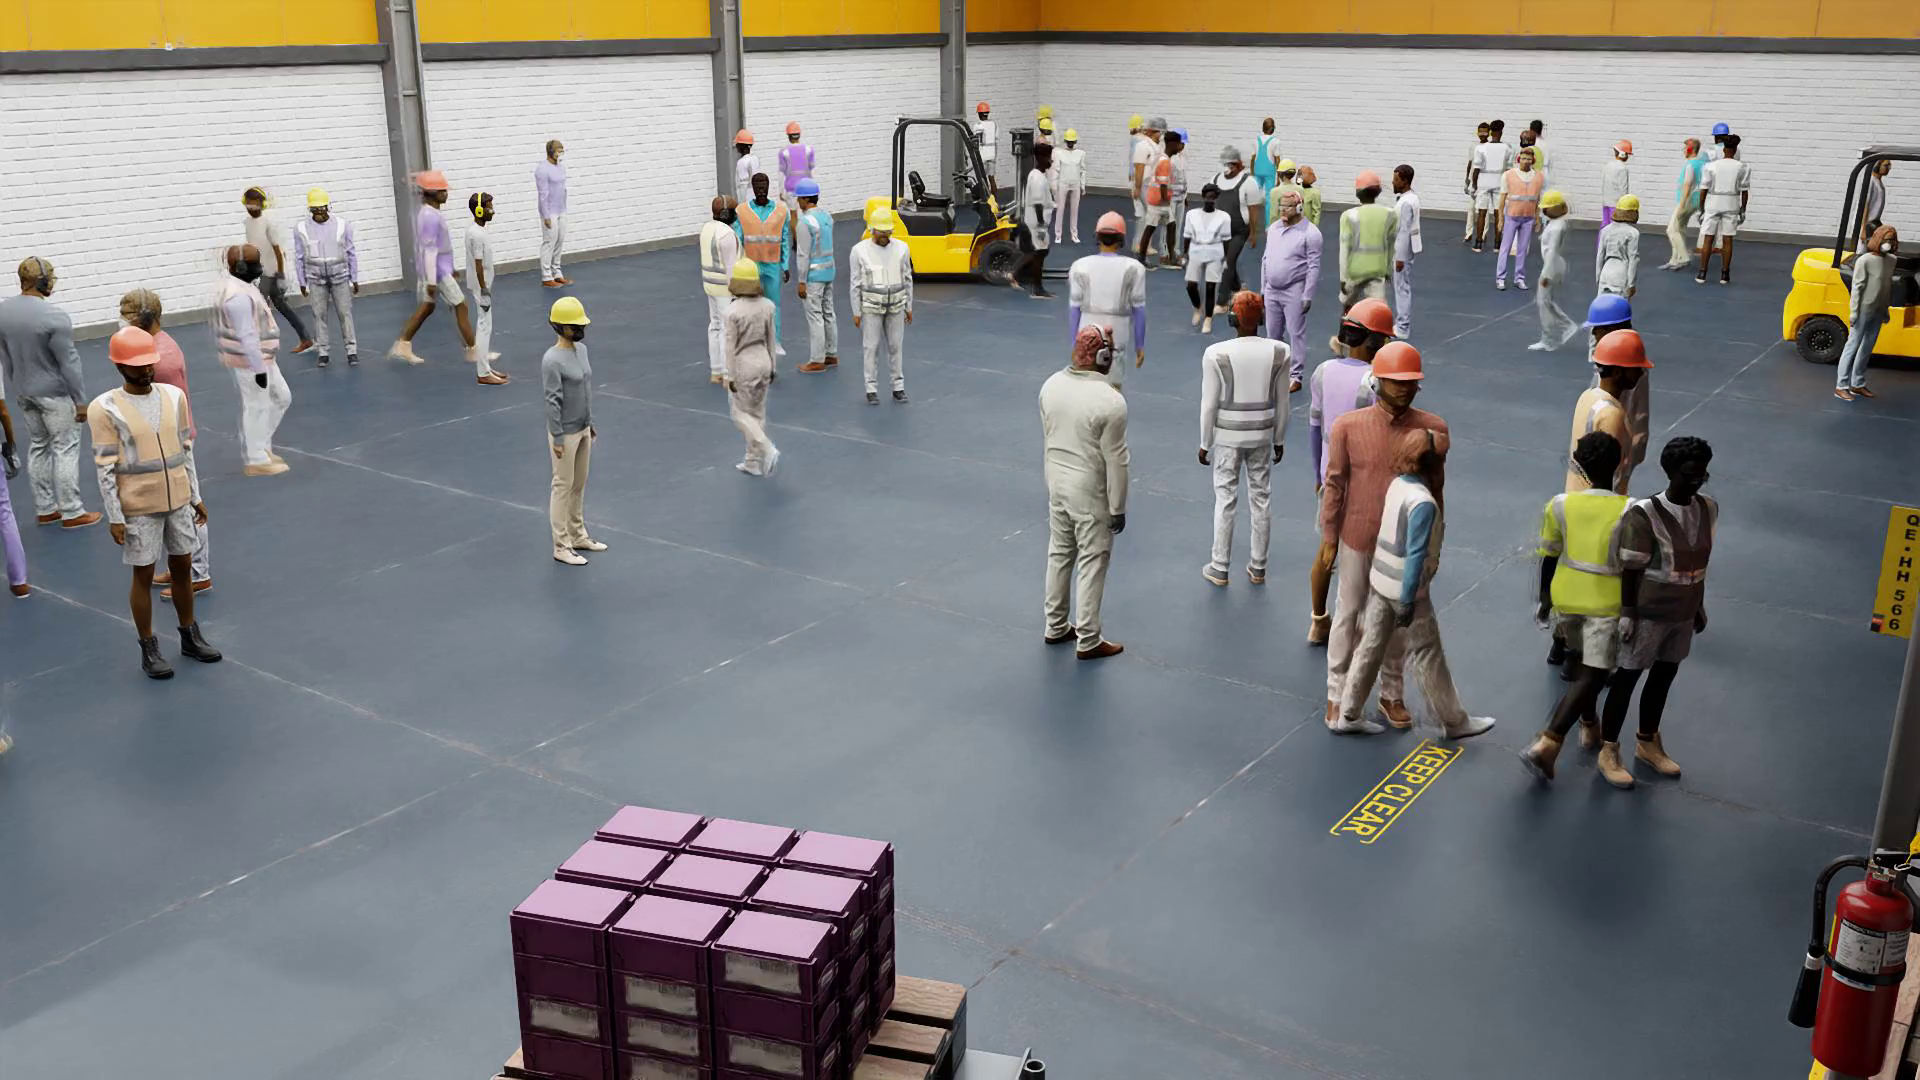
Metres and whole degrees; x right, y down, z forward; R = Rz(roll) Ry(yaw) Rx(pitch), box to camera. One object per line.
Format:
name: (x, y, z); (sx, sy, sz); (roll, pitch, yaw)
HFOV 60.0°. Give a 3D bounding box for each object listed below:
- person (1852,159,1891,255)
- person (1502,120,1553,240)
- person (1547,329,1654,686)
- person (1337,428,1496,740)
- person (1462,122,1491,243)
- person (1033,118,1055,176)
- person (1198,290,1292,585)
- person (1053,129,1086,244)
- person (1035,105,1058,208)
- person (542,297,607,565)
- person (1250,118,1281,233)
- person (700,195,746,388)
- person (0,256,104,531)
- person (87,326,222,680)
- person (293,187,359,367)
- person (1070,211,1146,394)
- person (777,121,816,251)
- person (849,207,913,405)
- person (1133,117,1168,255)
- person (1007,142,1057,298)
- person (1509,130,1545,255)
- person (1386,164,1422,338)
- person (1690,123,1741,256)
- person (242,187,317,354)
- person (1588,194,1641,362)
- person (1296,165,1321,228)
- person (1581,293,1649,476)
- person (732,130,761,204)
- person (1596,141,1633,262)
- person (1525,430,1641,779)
person: (11.281, -3.867, 20.668); (0.346, 1.847, 0.506); (14, 22, 37)
person: (9.161, -5.736, 26.503); (0.611, 1.862, 1.053); (-7, 19, -22)
person: (3.455, -0.177, 8.977); (0.356, 1.937, 0.552); (2, 18, 5)
person: (2.291, 0.234, 8.223); (0.811, 1.598, 0.523); (-2, 18, -5)
person: (8.153, -5.592, 26.046); (0.505, 1.862, 0.328); (12, 21, 32)
person: (1.389, -6.371, 28.653); (0.455, 1.750, 0.559); (1, 18, 3)
person: (1.782, -0.633, 10.494); (0.576, 1.882, 0.355); (-3, 18, -8)
person: (1.708, -5.518, 25.964); (0.533, 1.765, 0.326); (-3, 18, -11)
person: (1.551, -7.010, 30.463); (0.737, 1.863, 0.675); (0, 18, 0)
person: (-2.541, -0.726, 10.972); (0.327, 1.767, 0.533); (4, 18, 13)
person: (4.990, -5.948, 27.177); (0.513, 1.844, 0.328); (12, 21, 32)
person: (-2.262, -2.403, 16.095); (0.429, 1.841, 0.634); (-10, 20, -29)
person: (-6.362, -1.008, 11.596); (0.641, 1.927, 0.370); (6, 19, 19)
person: (-4.382, -0.209, 9.077); (0.358, 1.936, 0.552); (12, 21, 32)
person: (-6.461, -2.681, 16.994); (0.598, 1.828, 0.403); (-6, 19, -17)
person: (1.171, -1.609, 13.374); (0.617, 2.004, 0.772); (3, 18, 10)
person: (-2.463, -5.317, 25.066); (0.579, 1.925, 0.388); (-5, 18, -14)
person: (-0.719, -2.156, 15.368); (0.601, 1.818, 0.403); (-6, 19, -19)
person: (2.892, -5.278, 24.766); (0.653, 2.000, 0.703); (10, 20, 28)
person: (0.933, -4.022, 20.980); (0.526, 1.954, 0.606); (1, 18, 2)
person: (8.401, -5.173, 24.784); (0.640, 1.830, 0.429); (-16, 23, -40)
person: (4.935, -3.199, 18.476); (0.384, 1.911, 0.593); (5, 18, 14)
person: (11.204, -5.189, 24.658); (0.604, 1.939, 0.416); (-2, 18, -7)
person: (-7.249, -2.779, 17.355); (0.562, 1.805, 0.997); (15, 23, 39)
person: (6.755, -2.667, 17.079); (0.324, 1.742, 0.492); (-8, 20, -25)
person: (4.397, -3.976, 21.352); (0.274, 1.632, 0.507); (-11, 21, -31)
person: (3.943, -0.538, 10.143); (0.459, 1.922, 0.623); (11, 21, 31)
person: (-2.973, -4.729, 23.208); (0.347, 1.943, 0.545); (5, 18, 14)
person: (9.429, -4.848, 23.899); (0.338, 1.742, 0.563); (-2, 18, -7)
person: (2.967, 0.309, 7.911); (0.844, 1.652, 0.527); (-14, 23, -38)
